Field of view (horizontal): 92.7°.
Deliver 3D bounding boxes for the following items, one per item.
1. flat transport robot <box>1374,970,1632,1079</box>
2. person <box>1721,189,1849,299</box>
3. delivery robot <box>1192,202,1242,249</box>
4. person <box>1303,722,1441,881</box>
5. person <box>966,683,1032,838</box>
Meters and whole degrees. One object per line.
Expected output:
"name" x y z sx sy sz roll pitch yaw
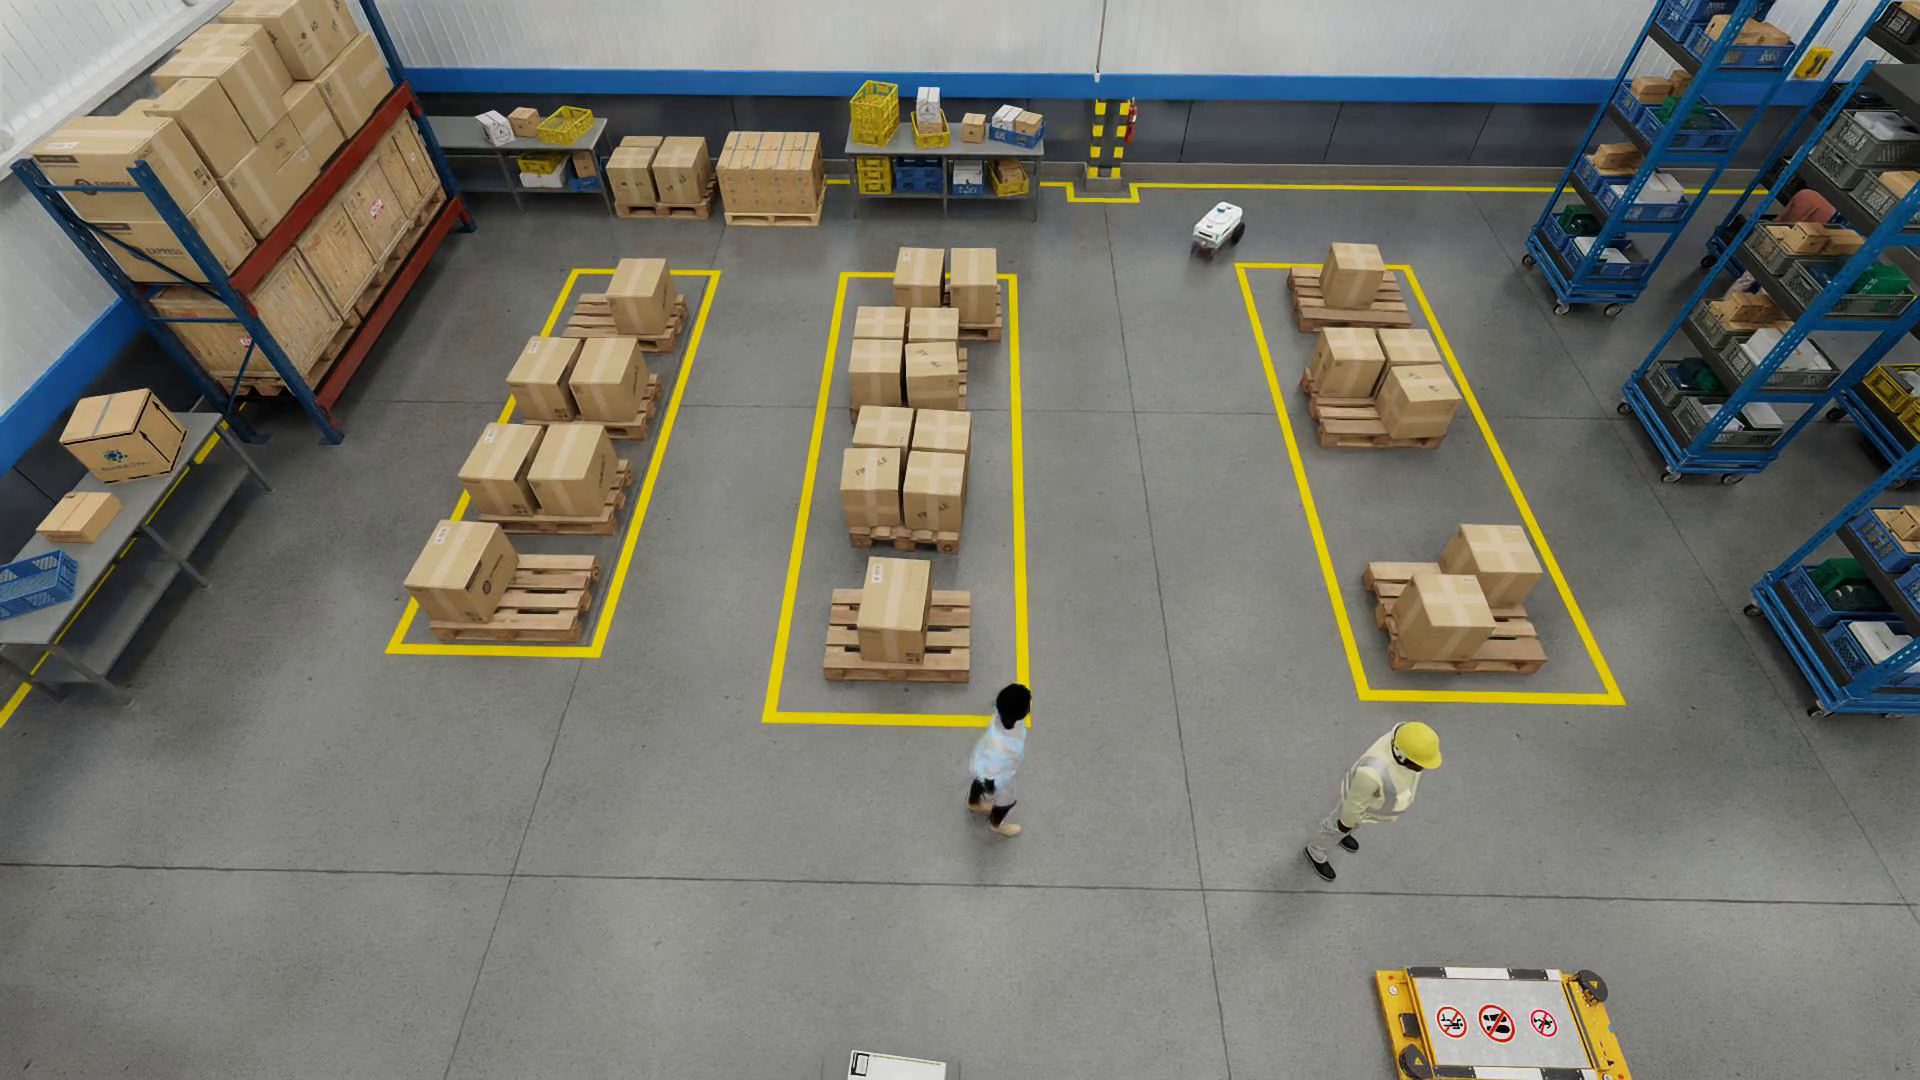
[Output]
"flat transport robot" 3.501 3.133 5.914 1.431 0.197 0.652 1 51 1
"person" 8.948 -3.103 9.904 0.410 1.980 0.629 -18 53 -14
"delivery robot" 3.218 -3.942 11.441 0.477 0.478 0.707 30 57 22
"person" 2.727 1.707 6.076 0.586 1.833 0.403 -34 58 -24
"person" 0.285 1.521 6.328 0.524 1.670 0.553 7 51 6
